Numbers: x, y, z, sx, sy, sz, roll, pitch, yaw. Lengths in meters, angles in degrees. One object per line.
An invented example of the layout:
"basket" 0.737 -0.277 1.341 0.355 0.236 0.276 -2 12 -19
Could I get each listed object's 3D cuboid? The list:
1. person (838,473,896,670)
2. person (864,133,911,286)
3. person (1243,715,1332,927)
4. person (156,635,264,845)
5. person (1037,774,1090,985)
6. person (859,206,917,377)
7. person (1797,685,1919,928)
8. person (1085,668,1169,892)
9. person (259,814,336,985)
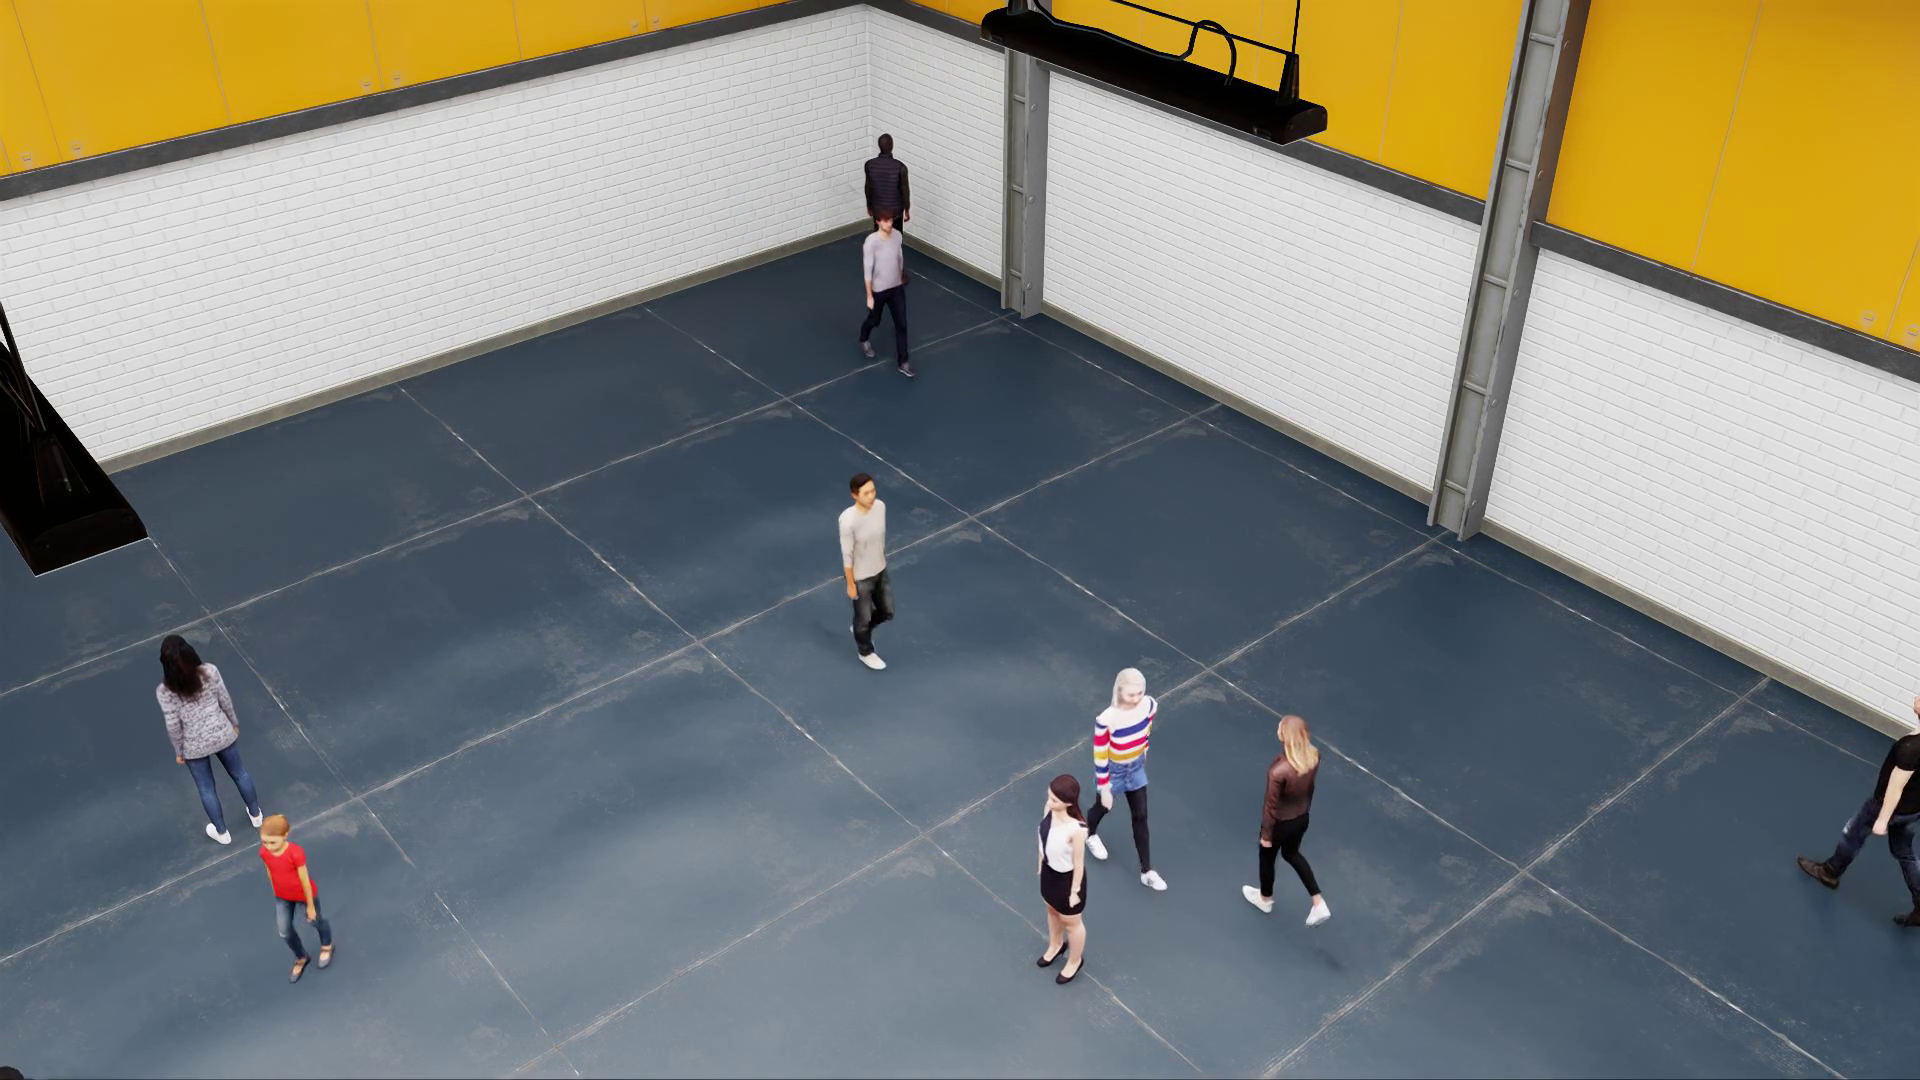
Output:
"person" -0.812 0.225 13.236 0.672 1.800 0.687 -29 43 -36
"person" -0.843 -3.822 19.293 0.719 1.835 0.837 10 35 15
"person" 2.180 1.885 10.842 0.619 1.686 0.905 -24 40 -31
"person" -5.246 1.376 11.567 0.611 1.732 0.519 -26 42 -34
"person" 0.655 2.127 10.511 0.622 1.649 0.462 -21 39 -29
"person" -0.851 -2.680 17.605 0.766 1.802 1.197 -20 39 -27
"person" 6.217 1.770 10.855 0.841 1.864 1.248 -17 37 -24
"person" 1.042 1.518 11.320 0.830 1.767 1.113 -17 37 -23
"person" -4.229 2.224 10.682 0.633 1.298 0.693 2 34 4
